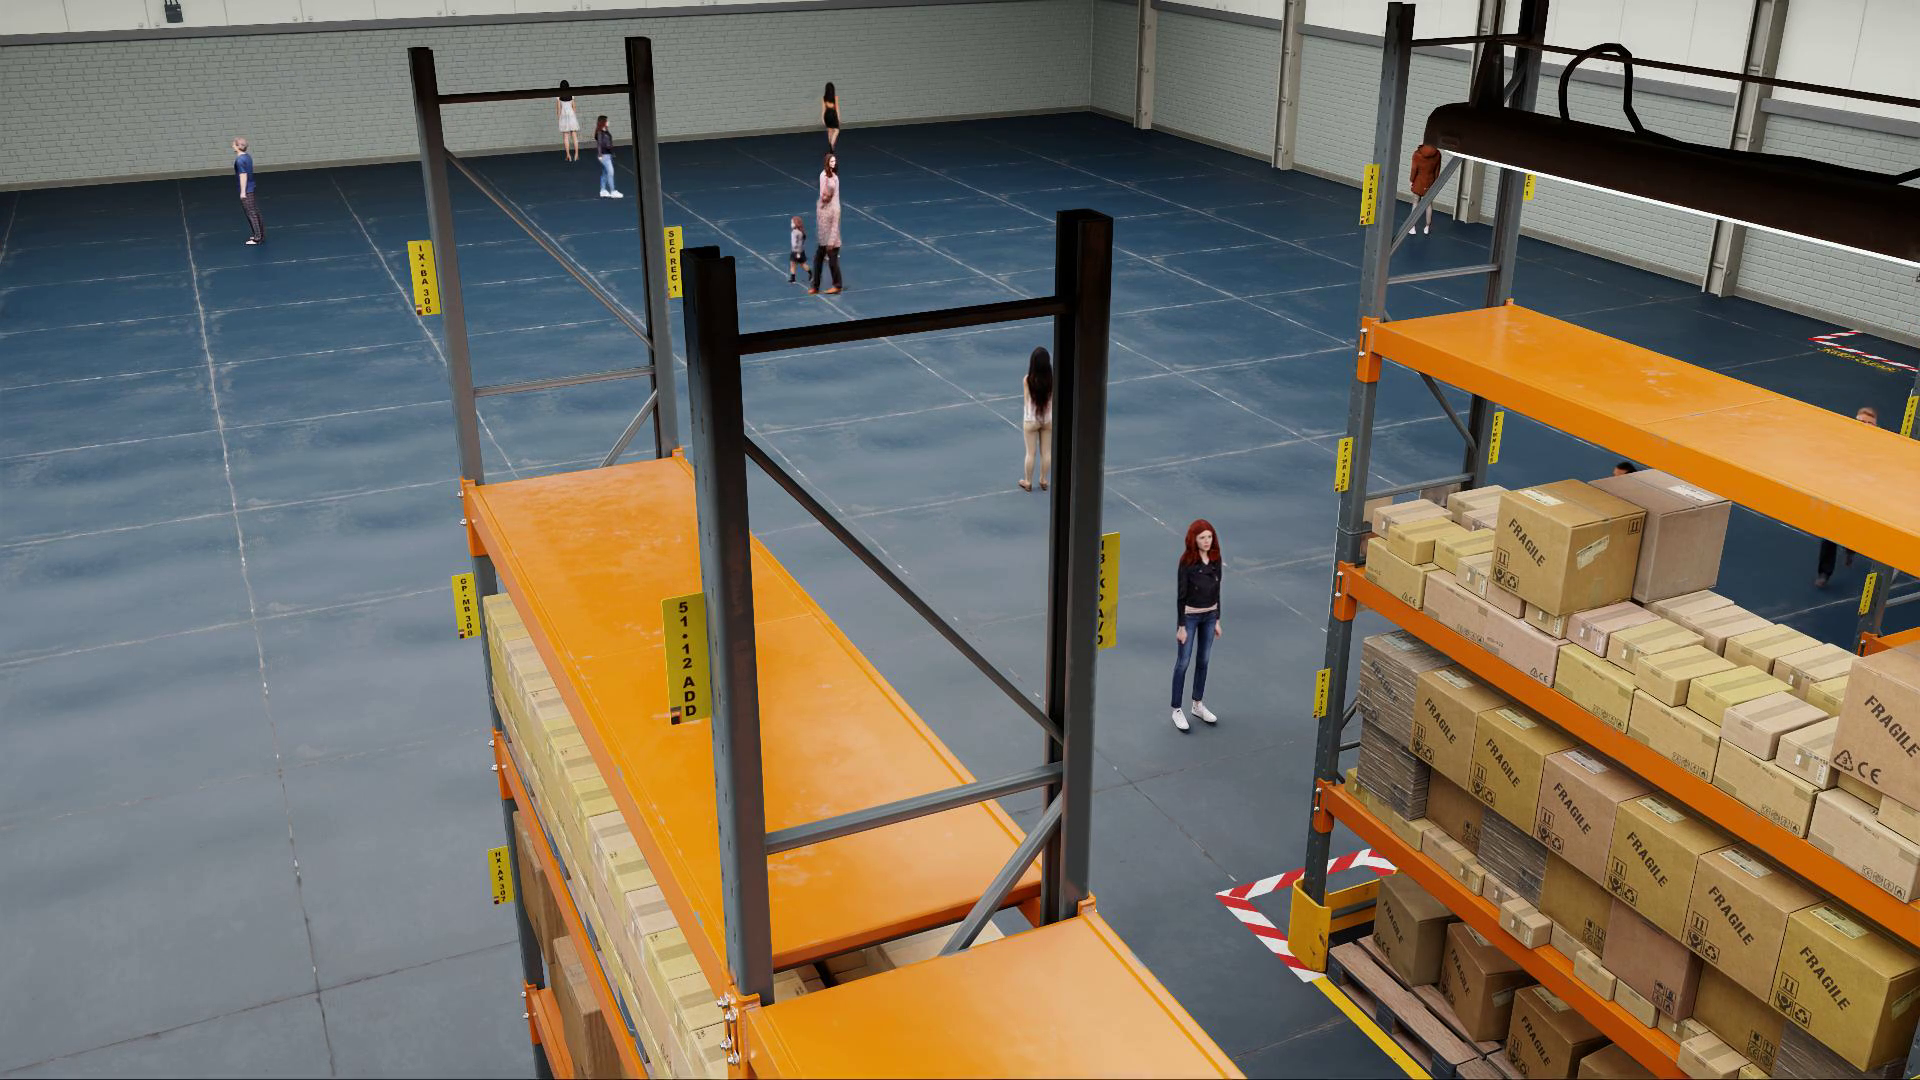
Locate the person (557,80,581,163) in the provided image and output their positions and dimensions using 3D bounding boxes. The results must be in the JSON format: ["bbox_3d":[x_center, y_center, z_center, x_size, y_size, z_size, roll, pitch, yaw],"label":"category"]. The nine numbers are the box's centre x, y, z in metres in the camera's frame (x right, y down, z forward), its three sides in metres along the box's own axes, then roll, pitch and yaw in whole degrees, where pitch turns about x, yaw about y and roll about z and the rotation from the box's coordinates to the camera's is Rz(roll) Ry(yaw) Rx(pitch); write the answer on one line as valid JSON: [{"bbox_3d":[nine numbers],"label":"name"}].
[{"bbox_3d":[-8.773,-9.387,37.214,0.635,1.774,0.615,-10,25,-22],"label":"person"}]

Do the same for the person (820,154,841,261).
[{"bbox_3d":[-2.237,-5.732,28.586,0.713,1.801,0.698,13,26,28],"label":"person"}]

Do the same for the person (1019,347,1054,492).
[{"bbox_3d":[0.876,-1.329,18.420,0.622,1.652,0.569,-10,25,-23],"label":"person"}]

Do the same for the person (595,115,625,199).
[{"bbox_3d":[-7.210,-7.707,33.456,0.904,1.624,0.851,2,23,5],"label":"person"}]

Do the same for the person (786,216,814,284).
[{"bbox_3d":[-2.598,-4.728,27.130,0.638,1.091,0.733,-17,29,-35],"label":"person"}]

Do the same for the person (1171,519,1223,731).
[{"bbox_3d":[1.929,0.671,13.546,0.559,1.787,0.532,-11,25,-24],"label":"person"}]

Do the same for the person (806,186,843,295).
[{"bbox_3d":[-2.069,-4.756,26.342,1.057,1.760,1.050,-19,29,-37],"label":"person"}]

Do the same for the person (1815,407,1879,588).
[{"bbox_3d":[8.687,-0.459,16.196,1.138,1.792,1.065,16,28,34],"label":"person"}]

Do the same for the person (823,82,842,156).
[{"bbox_3d":[-2.940,-9.518,37.694,0.756,1.640,0.817,7,24,17],"label":"person"}]

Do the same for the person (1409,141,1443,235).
[{"bbox_3d":[8.489,-6.526,30.404,0.823,1.839,0.845,-1,23,-2],"label":"person"}]

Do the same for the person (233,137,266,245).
[{"bbox_3d":[-12.713,-6.244,29.699,0.797,1.871,0.636,-1,23,-3],"label":"person"}]
